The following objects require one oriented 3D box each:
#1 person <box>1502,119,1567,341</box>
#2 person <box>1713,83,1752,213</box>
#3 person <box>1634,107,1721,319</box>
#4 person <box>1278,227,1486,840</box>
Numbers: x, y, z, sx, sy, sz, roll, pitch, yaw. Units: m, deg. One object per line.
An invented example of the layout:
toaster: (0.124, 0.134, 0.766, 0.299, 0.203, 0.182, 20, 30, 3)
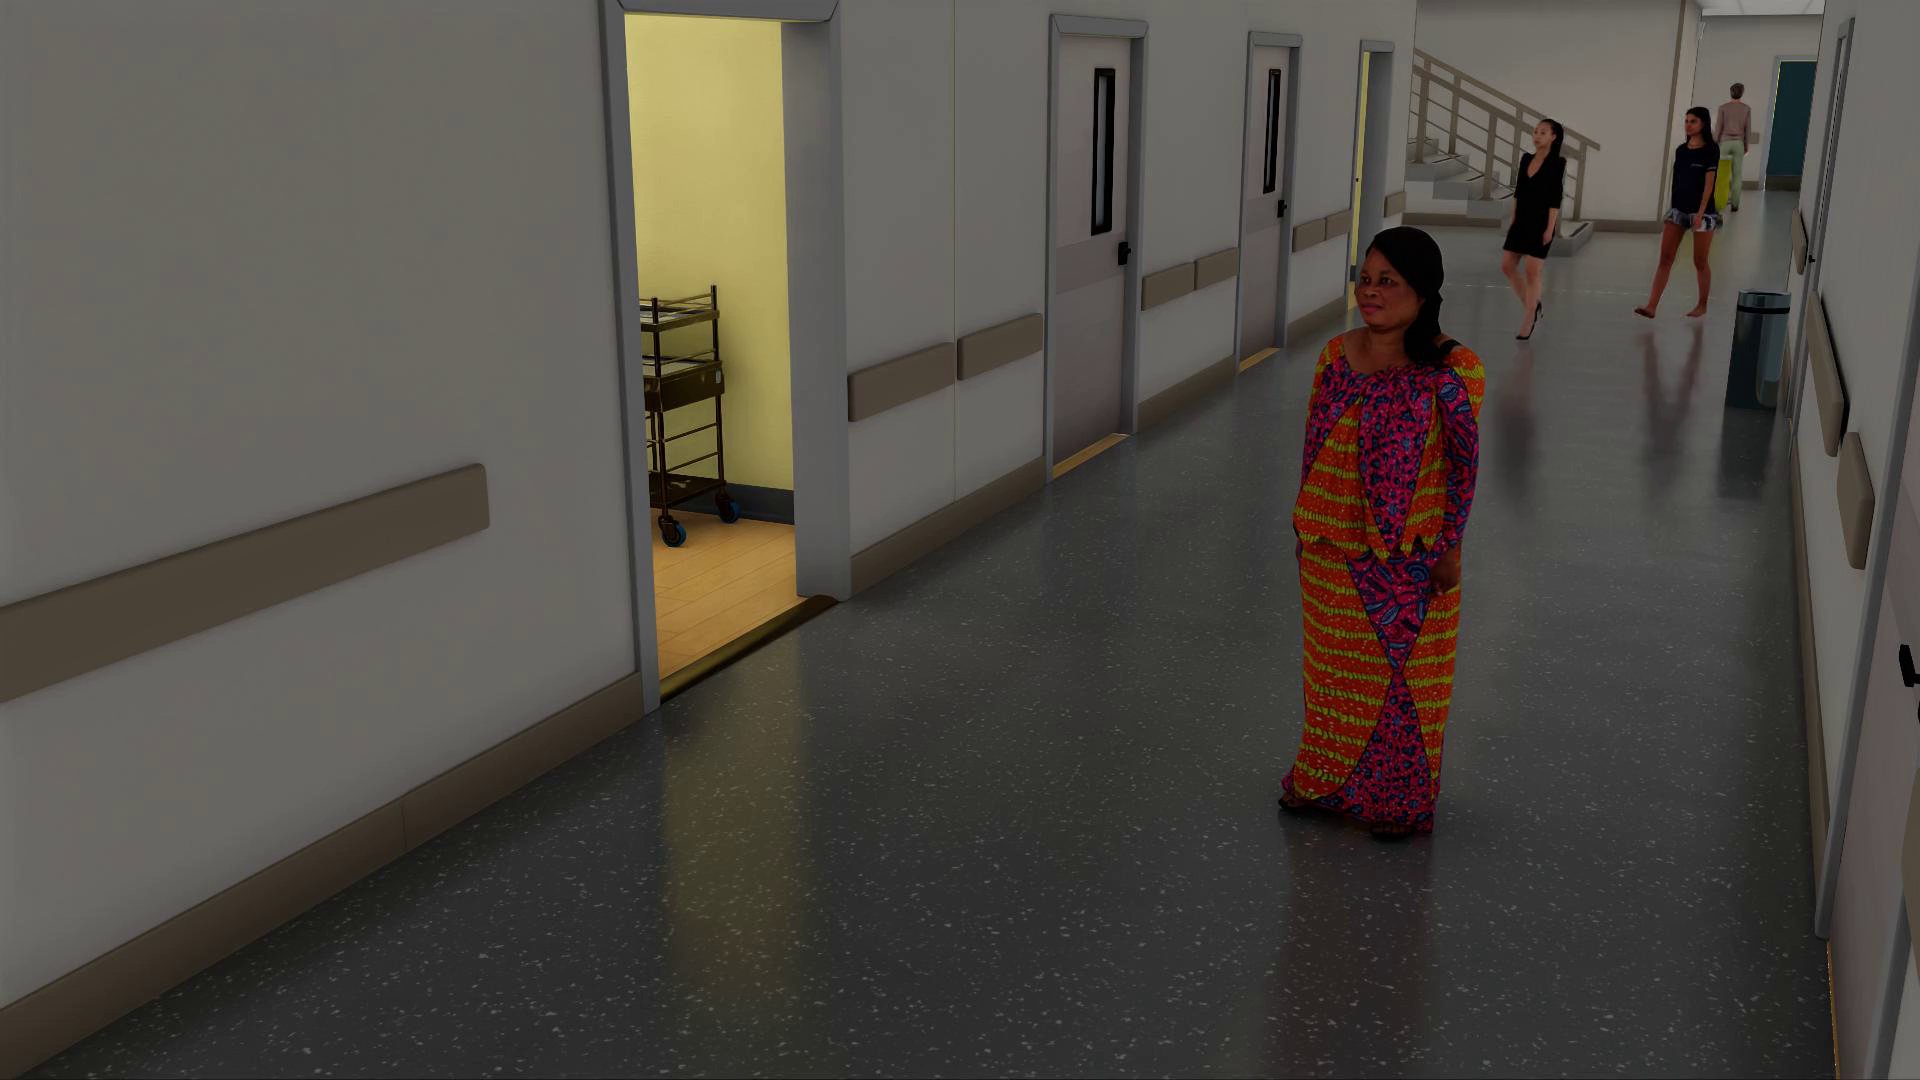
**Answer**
person: (4.519, -2.422, 13.001, 0.826, 1.691, 0.752, -9, 18, -28)
person: (11.581, -5.898, 24.993, 0.629, 1.874, 0.801, 3, 16, 10)
person: (6.134, -2.664, 13.808, 1.011, 1.718, 1.119, -11, 19, -33)
person: (1.145, -0.025, 4.516, 0.673, 1.682, 0.778, 13, 20, 38)
